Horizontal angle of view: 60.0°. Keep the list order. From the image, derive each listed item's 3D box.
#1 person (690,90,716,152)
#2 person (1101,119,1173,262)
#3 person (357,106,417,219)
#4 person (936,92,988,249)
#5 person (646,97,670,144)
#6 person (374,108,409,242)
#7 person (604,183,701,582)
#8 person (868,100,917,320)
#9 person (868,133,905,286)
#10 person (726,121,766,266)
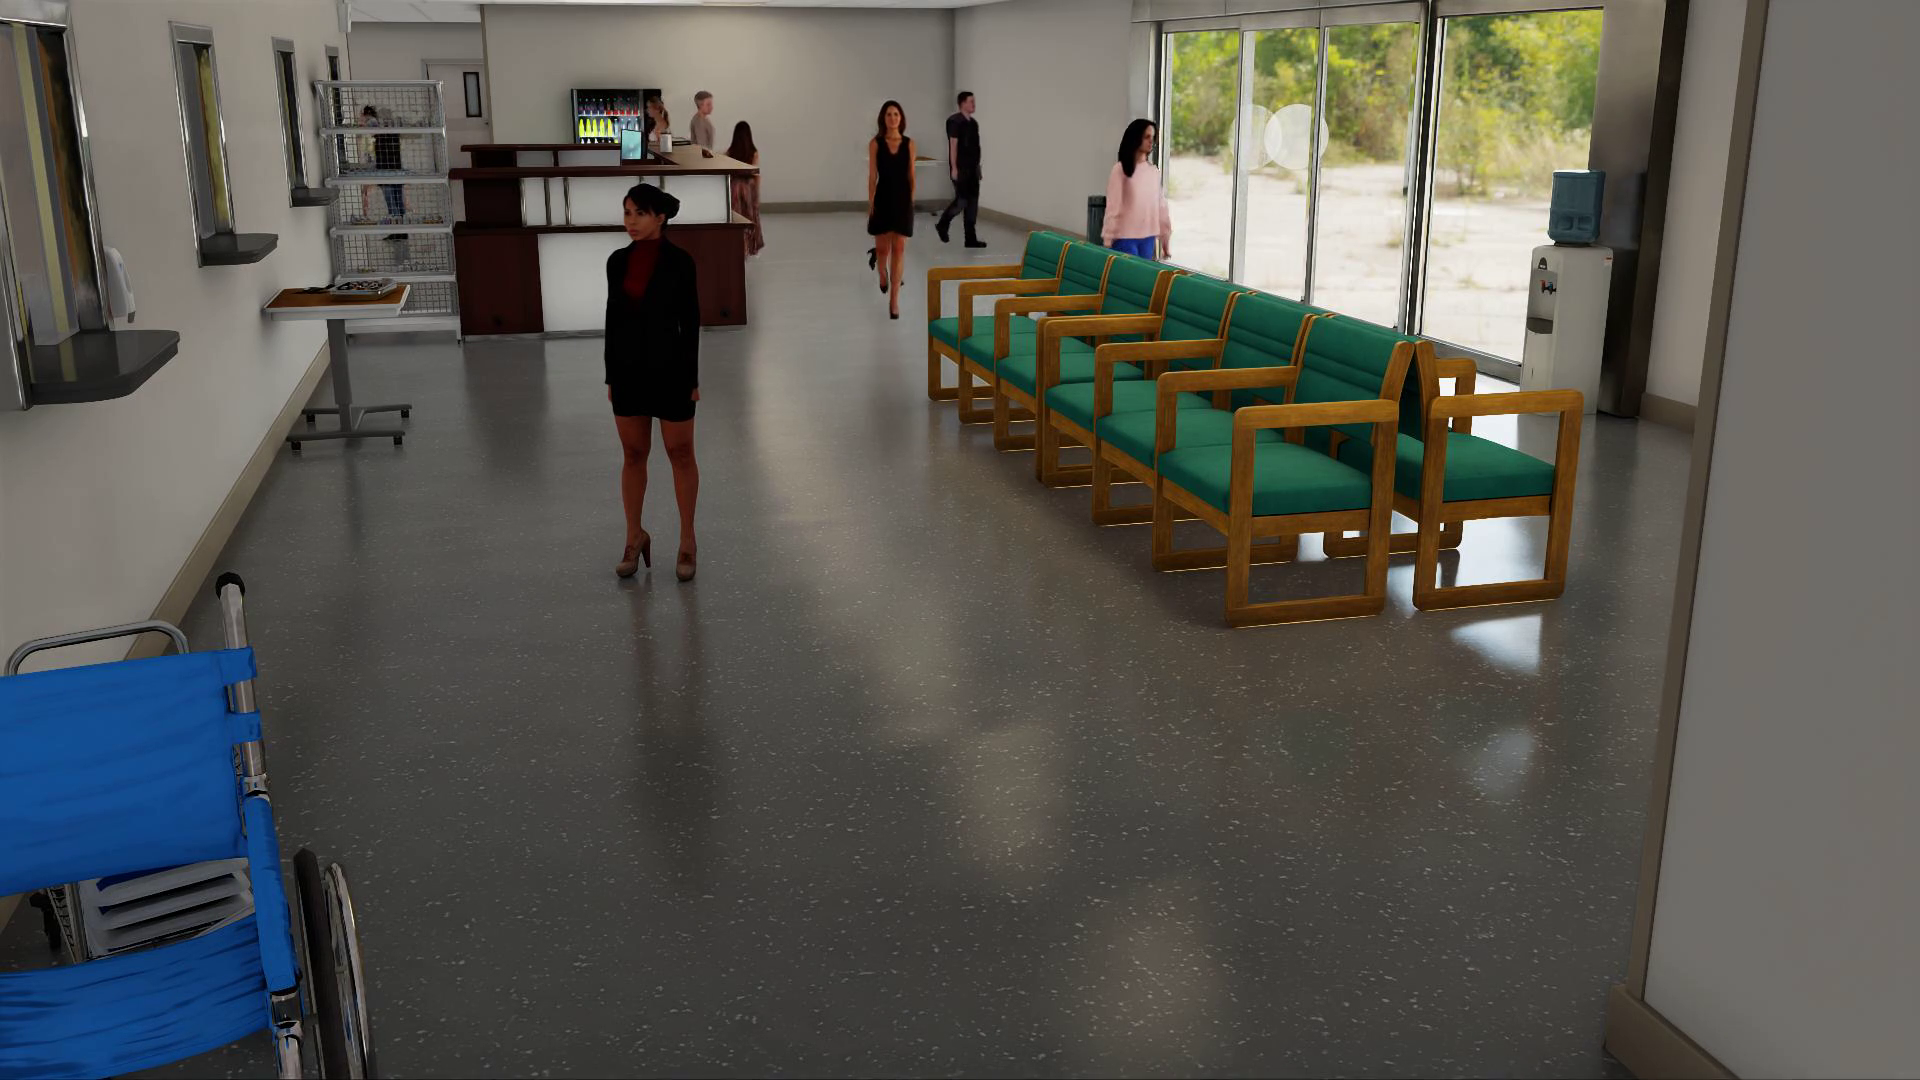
[{"bbox_3d":[-3.190,-4.438,20.006,1.139,1.831,0.938,0,16,-1],"label":"person"},{"bbox_3d":[1.160,-2.060,11.721,0.854,1.750,0.891,-11,19,-34],"label":"person"},{"bbox_3d":[-7.932,-5.092,22.758,1.122,1.596,0.673,-3,16,-11],"label":"person"},{"bbox_3d":[-0.008,-4.448,20.026,1.053,1.838,1.001,11,19,33],"label":"person"},{"bbox_3d":[-3.560,-4.533,20.477,0.815,1.758,0.803,-1,16,-4],"label":"person"},{"bbox_3d":[-7.181,-4.606,20.966,0.753,1.634,0.733,4,16,13],"label":"person"},{"bbox_3d":[-1.278,-0.646,6.906,0.674,1.640,0.738,3,16,11],"label":"person"},{"bbox_3d":[-0.583,-2.821,14.284,0.793,1.822,0.656,-3,16,-11],"label":"person"},{"bbox_3d":[-0.737,-3.316,16.564,0.911,1.539,0.839,-12,20,-37],"label":"person"},{"bbox_3d":[-2.393,-3.804,18.299,0.937,1.536,0.736,-1,16,-4],"label":"person"}]
